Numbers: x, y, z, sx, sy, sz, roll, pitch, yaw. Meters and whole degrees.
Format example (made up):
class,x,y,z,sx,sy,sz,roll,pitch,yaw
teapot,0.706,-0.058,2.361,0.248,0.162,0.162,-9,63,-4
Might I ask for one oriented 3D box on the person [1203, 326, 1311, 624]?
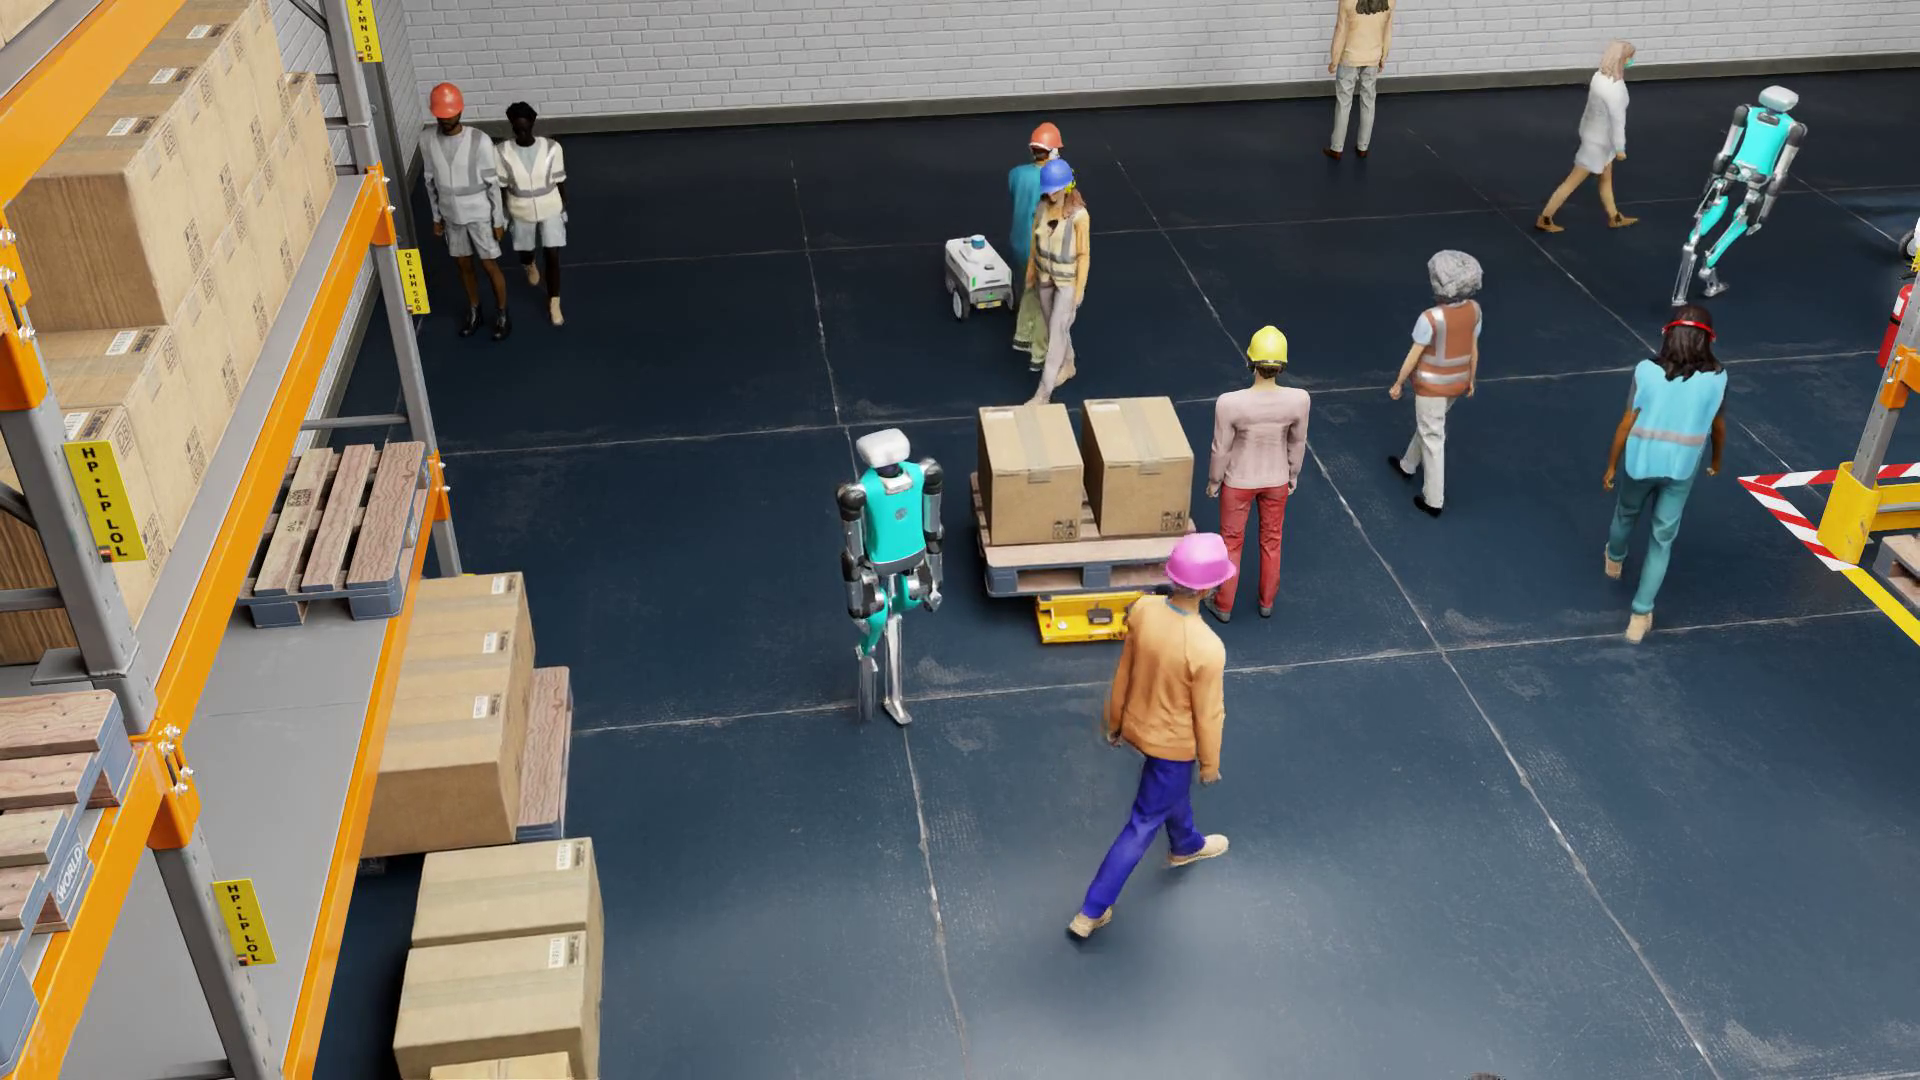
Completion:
class,x,y,z,sx,sy,sz,roll,pitch,yaw
person,1.588,-0.335,8.995,0.527,1.768,0.311,-5,33,-7

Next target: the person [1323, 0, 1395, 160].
class,x,y,z,sx,sy,sz,roll,pitch,yaw
person,3.631,-4.377,15.093,0.558,1.877,0.409,-5,33,-7

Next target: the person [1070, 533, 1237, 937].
class,x,y,z,sx,sy,sz,roll,pitch,yaw
person,0.844,0.827,7.082,0.966,1.934,0.531,-18,37,-25

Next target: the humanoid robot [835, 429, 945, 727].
class,x,y,z,sx,sy,sz,roll,pitch,yaw
humanoid robot,-0.406,0.236,8.252,0.555,1.907,0.679,-17,37,-24

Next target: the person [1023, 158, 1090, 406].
class,x,y,z,sx,sy,sz,roll,pitch,yaw
person,0.604,-1.729,11.164,0.510,1.738,0.736,27,42,35

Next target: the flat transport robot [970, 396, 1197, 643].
class,x,y,z,sx,sy,sz,roll,pitch,yaw
flat transport robot,0.705,0.105,9.692,0.659,0.231,1.431,-3,33,-5

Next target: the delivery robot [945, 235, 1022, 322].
class,x,y,z,sx,sy,sz,roll,pitch,yaw
delivery robot,0.144,-2.017,12.698,0.499,0.613,0.816,-10,34,-15

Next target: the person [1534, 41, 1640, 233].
class,x,y,z,sx,sy,sz,roll,pitch,yaw
person,5.276,-3.282,13.647,0.894,1.608,0.518,2,33,4

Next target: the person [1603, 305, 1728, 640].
class,x,y,z,sx,sy,sz,roll,pitch,yaw
person,3.844,-0.418,9.070,0.565,1.823,0.919,14,36,20

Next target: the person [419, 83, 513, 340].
class,x,y,z,sx,sy,sz,roll,pitch,yaw
person,-3.543,-2.332,11.918,0.550,1.929,0.396,5,33,8

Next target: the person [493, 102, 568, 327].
class,x,y,z,sx,sy,sz,roll,pitch,yaw
person,-3.171,-2.474,12.362,0.531,1.673,0.662,-8,34,-12

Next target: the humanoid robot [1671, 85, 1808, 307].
class,x,y,z,sx,sy,sz,roll,pitch,yaw
humanoid robot,5.633,-2.407,12.247,1.055,1.763,0.581,-26,41,-34

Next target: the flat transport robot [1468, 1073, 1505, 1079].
class,x,y,z,sx,sy,sz,roll,pitch,yaw
flat transport robot,2.014,2.574,5.908,0.659,0.231,1.431,13,35,19

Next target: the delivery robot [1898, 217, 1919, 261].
class,x,y,z,sx,sy,sz,roll,pitch,yaw
delivery robot,8.006,-2.418,13.270,0.739,0.566,0.499,-5,33,-7

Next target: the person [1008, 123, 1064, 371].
class,x,y,z,sx,sy,sz,roll,pitch,yaw
person,0.566,-2.064,11.683,0.395,1.728,0.605,-20,38,-27

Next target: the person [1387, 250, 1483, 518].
class,x,y,z,sx,sy,sz,roll,pitch,yaw
person,2.830,-0.994,10.089,0.471,1.655,0.758,-15,36,-22
